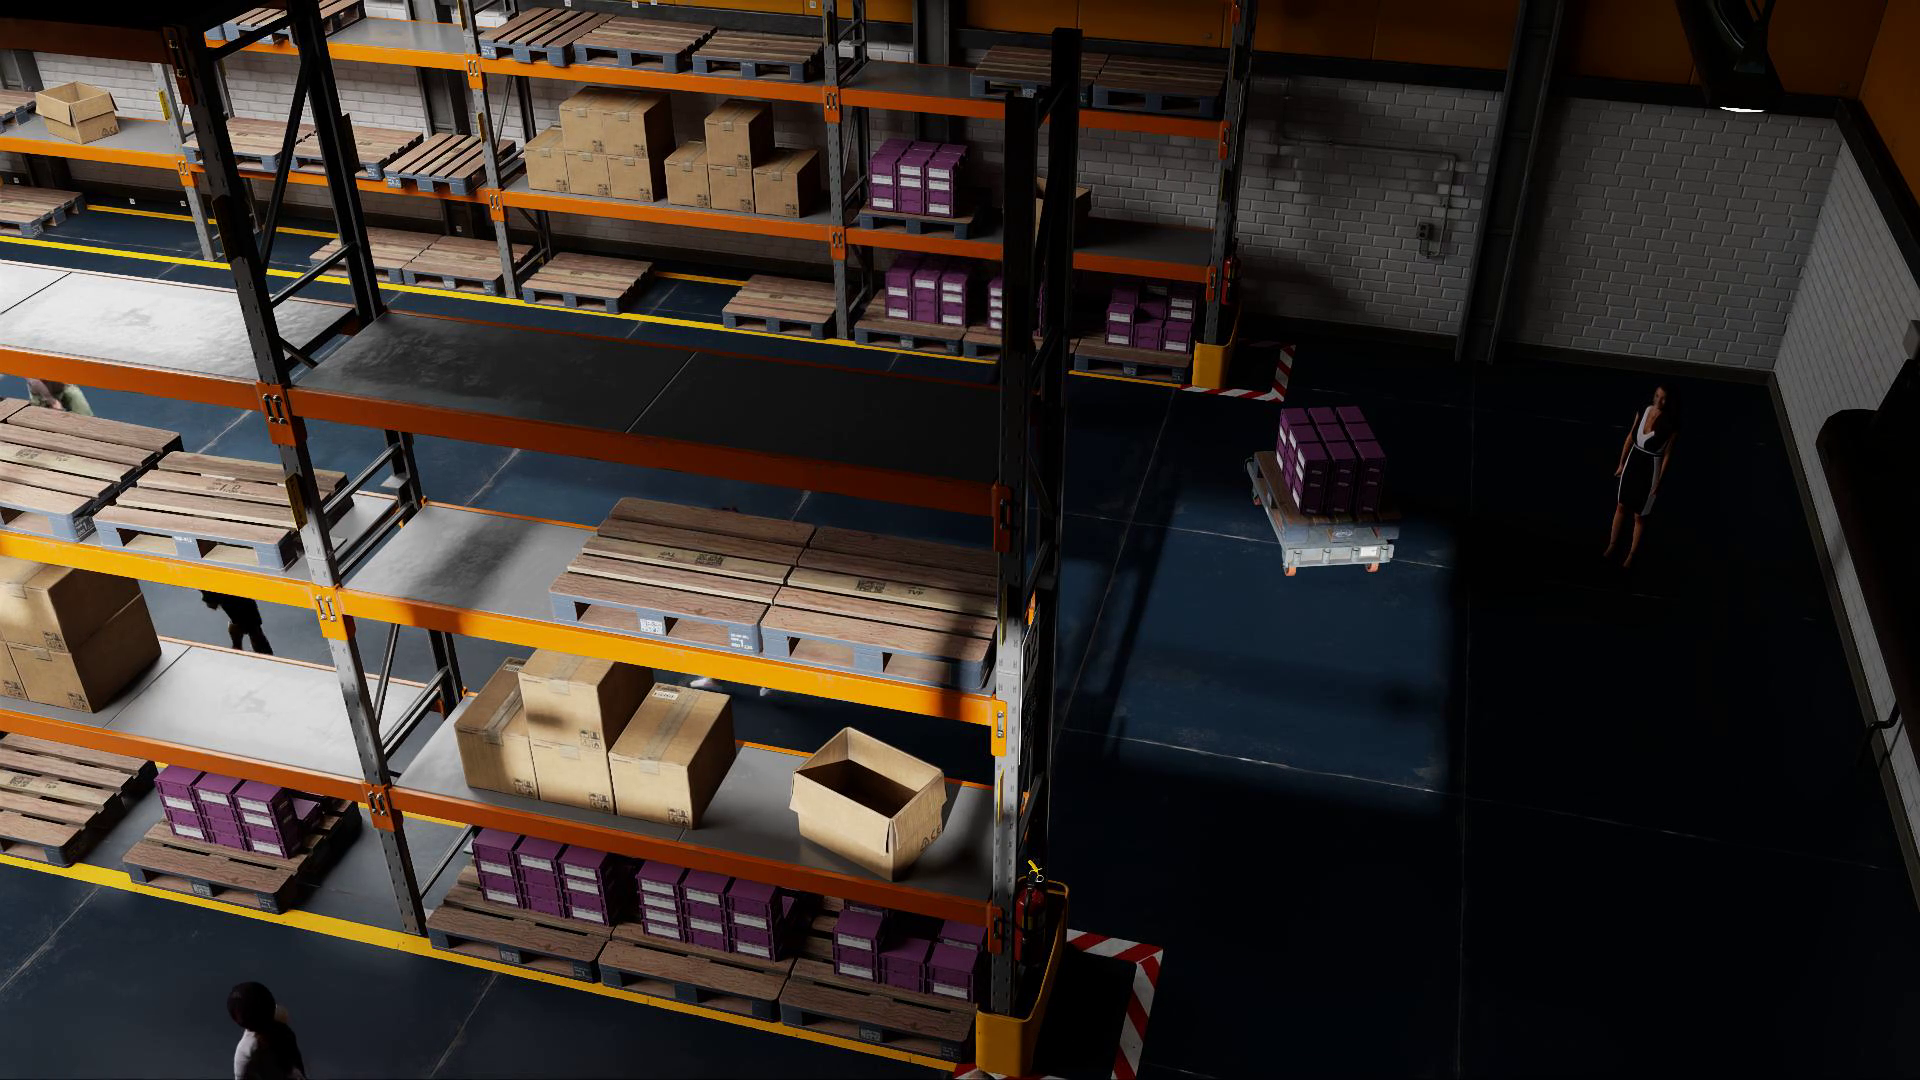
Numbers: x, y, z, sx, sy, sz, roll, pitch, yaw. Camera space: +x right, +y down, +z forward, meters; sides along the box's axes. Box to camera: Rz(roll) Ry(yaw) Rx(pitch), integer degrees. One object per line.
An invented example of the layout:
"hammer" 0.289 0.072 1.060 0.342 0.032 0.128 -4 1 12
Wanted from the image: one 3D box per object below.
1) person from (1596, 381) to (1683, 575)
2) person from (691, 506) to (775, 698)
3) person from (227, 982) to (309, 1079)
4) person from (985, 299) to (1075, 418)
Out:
"person" 5.785 -0.538 14.111 0.706 1.793 0.631 -20 39 -28
"person" -1.700 0.490 12.616 1.059 1.736 0.760 1 34 1
"person" -3.529 3.022 8.853 1.174 1.683 0.784 1 34 2
"person" 0.485 -1.983 16.296 1.262 1.781 0.860 3 34 4
